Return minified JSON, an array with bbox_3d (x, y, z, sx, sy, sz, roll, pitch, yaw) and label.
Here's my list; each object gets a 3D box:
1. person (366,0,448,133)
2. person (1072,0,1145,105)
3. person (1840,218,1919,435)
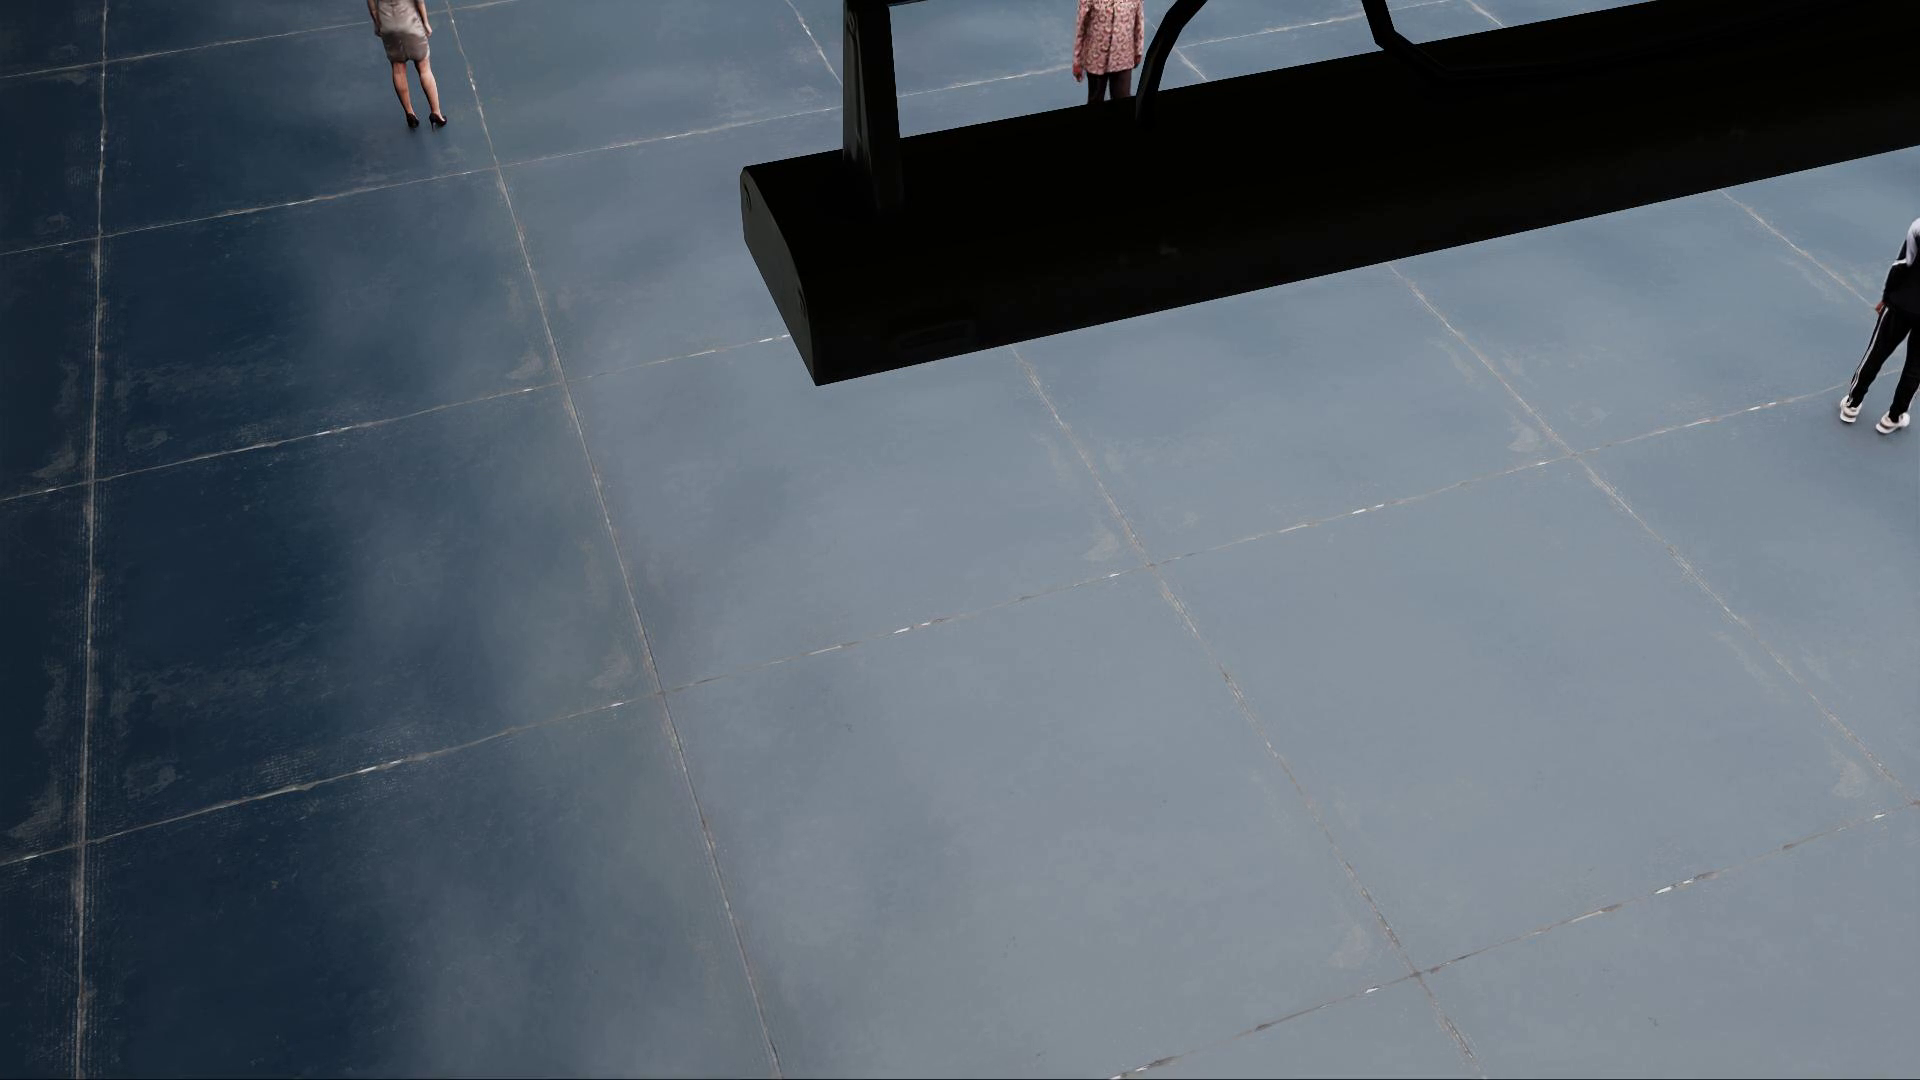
[{"bbox_3d":[-4.453,-4.087,13.251,0.663,1.744,0.623,0,43,-1],"label":"person"},{"bbox_3d":[1.148,-3.781,12.901,0.929,1.775,1.108,1,43,1],"label":"person"},{"bbox_3d":[6.001,-1.461,10.376,0.690,1.828,0.797,27,49,26],"label":"person"}]
